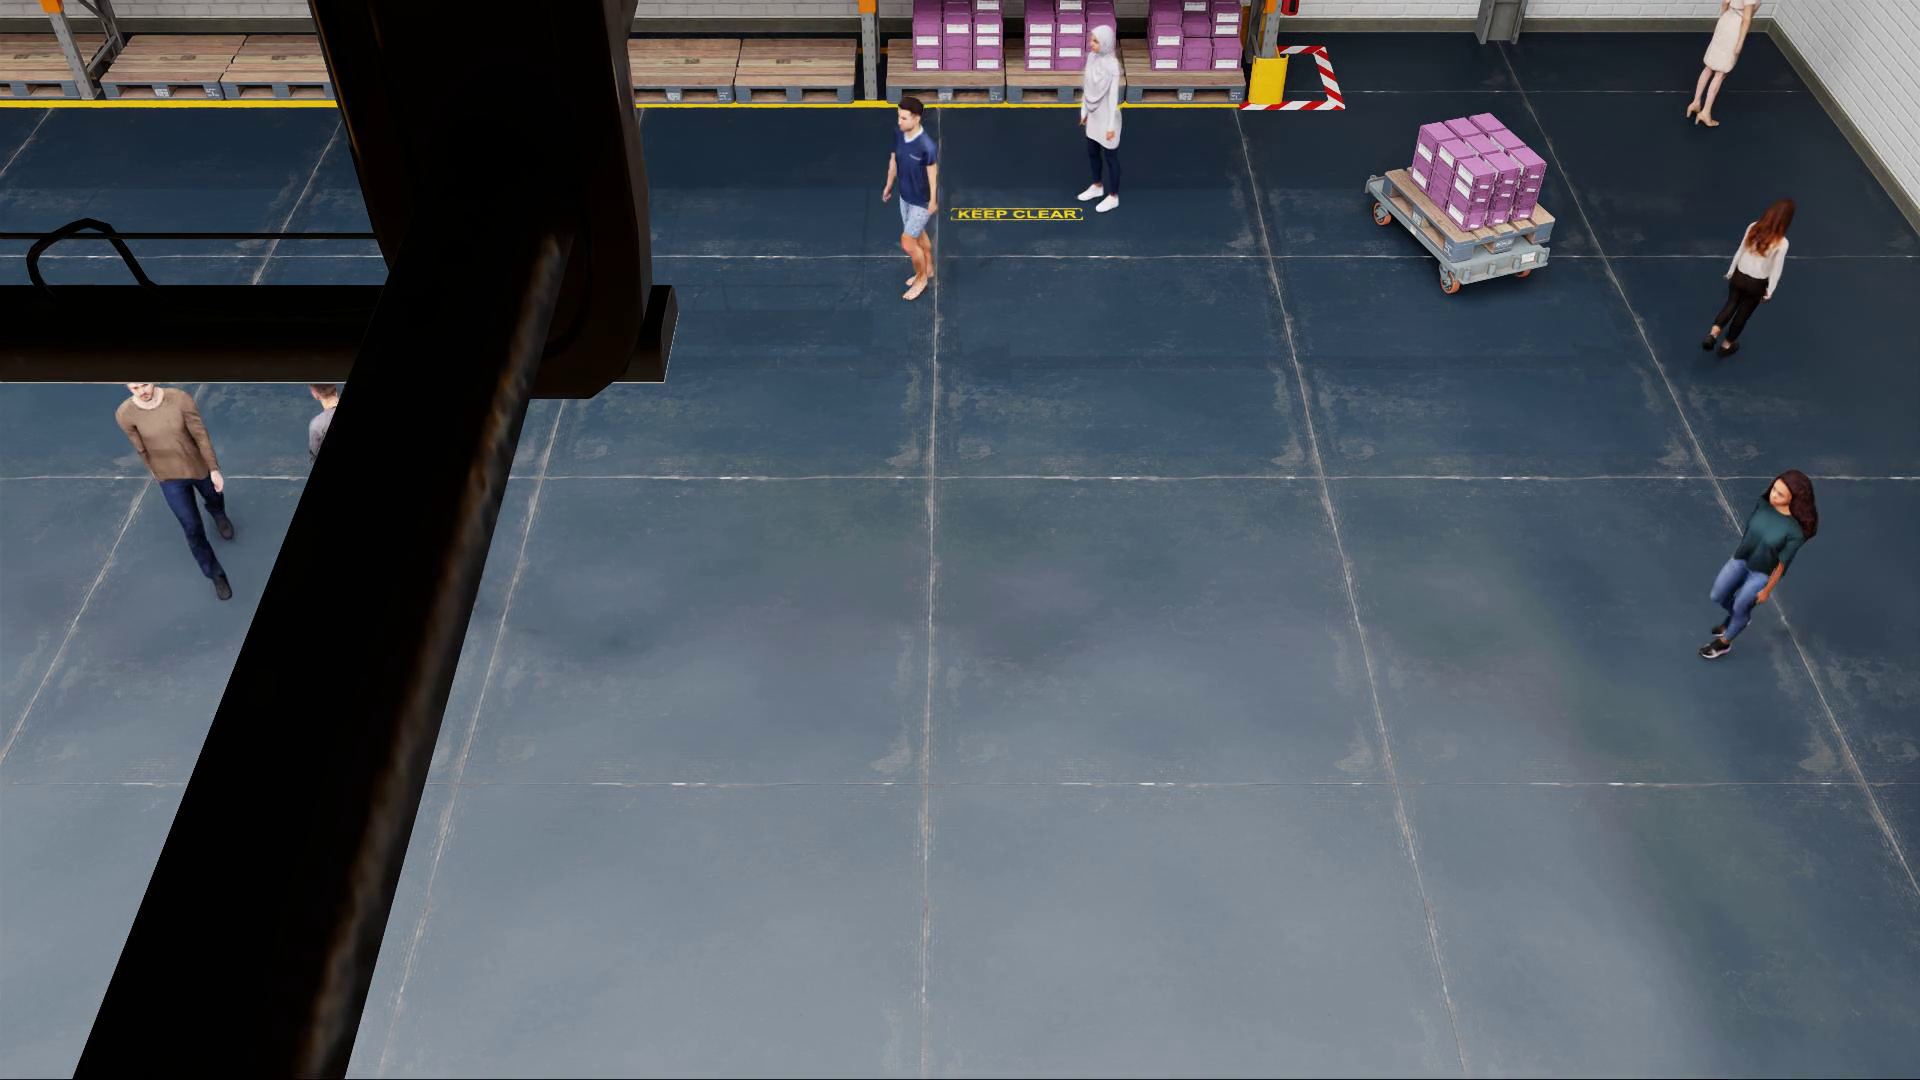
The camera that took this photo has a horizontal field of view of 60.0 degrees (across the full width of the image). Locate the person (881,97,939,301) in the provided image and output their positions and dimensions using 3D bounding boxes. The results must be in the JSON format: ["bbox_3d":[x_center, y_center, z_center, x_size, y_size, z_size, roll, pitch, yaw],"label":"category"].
[{"bbox_3d":[-0.307,-2.941,14.026,0.836,1.830,0.783,-25,49,-24],"label":"person"}]

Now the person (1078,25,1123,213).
[{"bbox_3d":[1.313,-3.797,14.968,0.722,1.769,0.705,-23,48,-22],"label":"person"}]

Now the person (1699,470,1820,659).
[{"bbox_3d":[5.305,0.171,10.920,0.730,1.608,0.690,-14,45,-14],"label":"person"}]

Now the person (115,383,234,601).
[{"bbox_3d":[-5.367,-0.549,11.505,1.225,1.844,1.122,-22,48,-22],"label":"person"}]

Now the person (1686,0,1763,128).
[{"bbox_3d":[7.444,-4.856,16.106,0.586,1.734,0.621,-5,44,-6],"label":"person"}]

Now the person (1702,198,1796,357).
[{"bbox_3d":[6.312,-2.070,13.370,0.821,1.474,0.750,-28,50,-26],"label":"person"}]
